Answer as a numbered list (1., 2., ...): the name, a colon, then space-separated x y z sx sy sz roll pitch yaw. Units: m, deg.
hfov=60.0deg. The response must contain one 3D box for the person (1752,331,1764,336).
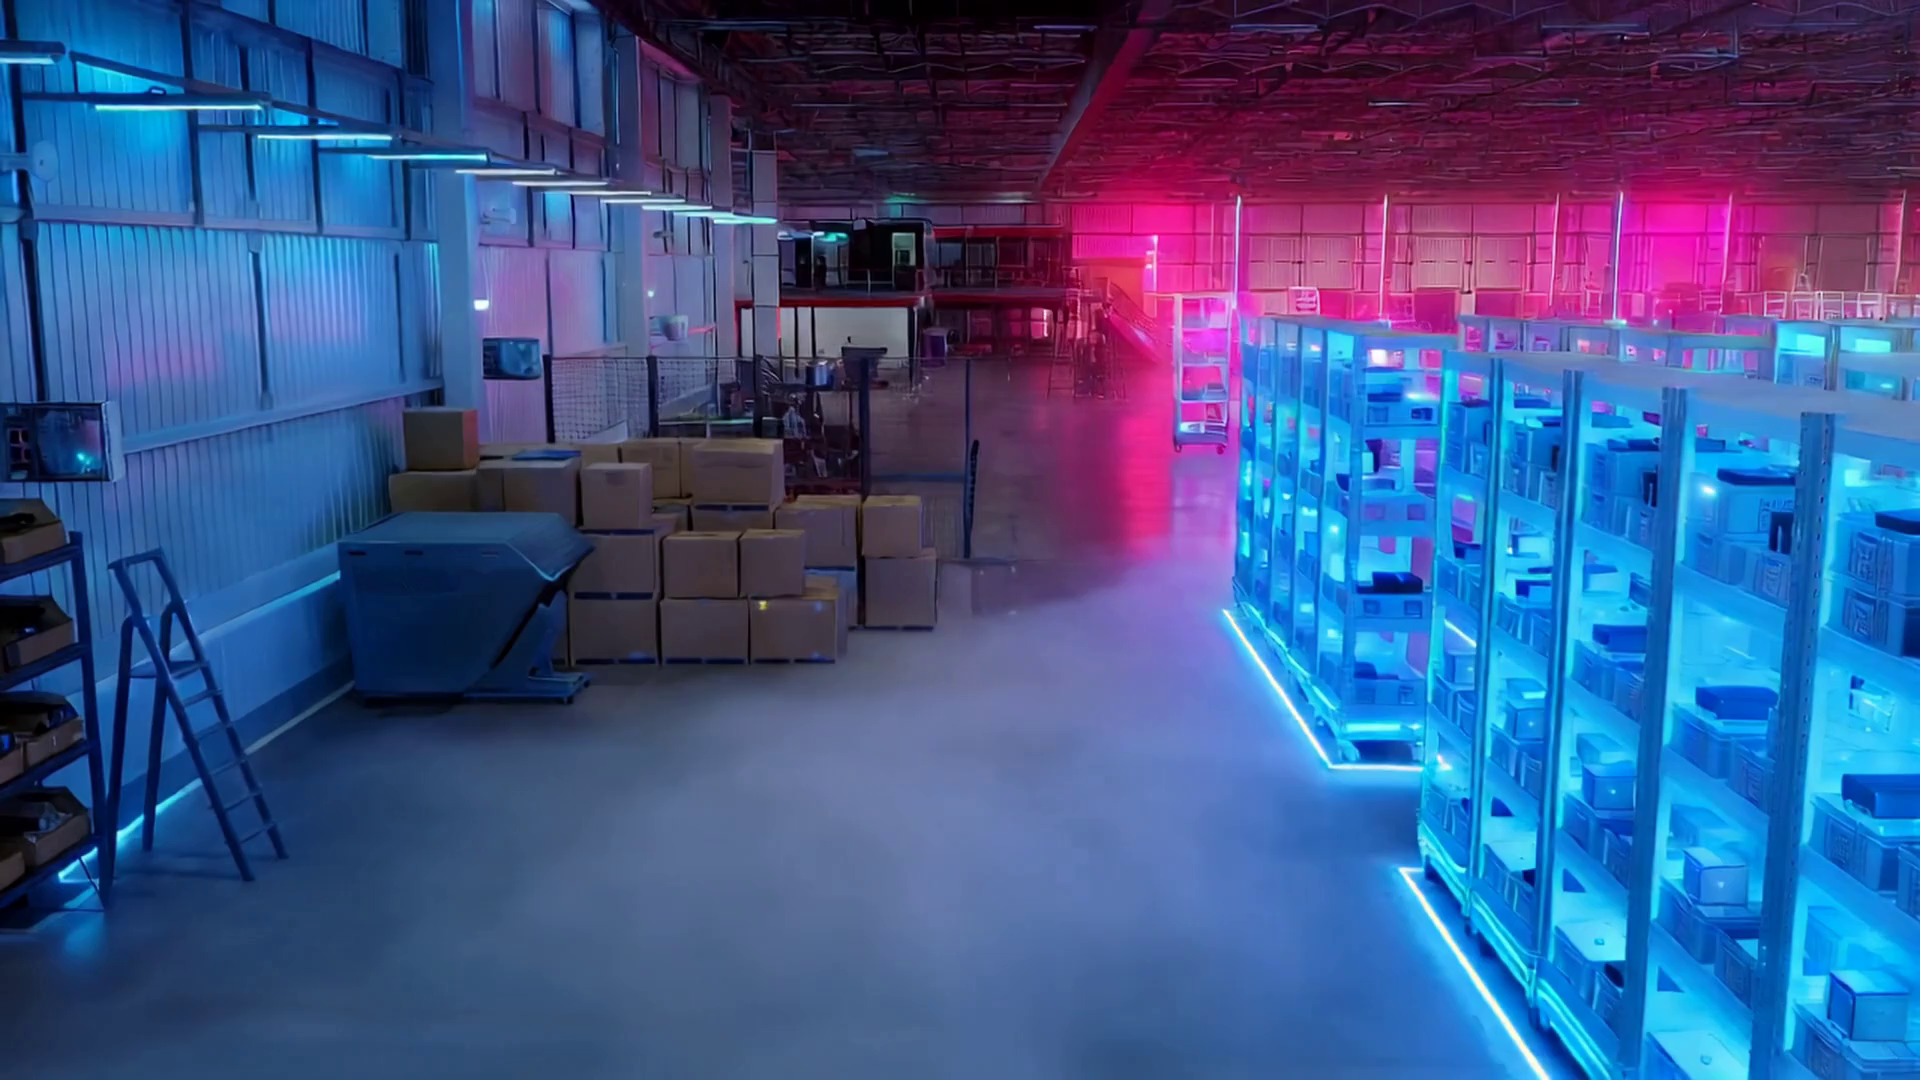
1. person: 38.498 -9.758 80.174 1.019 1.787 0.631 -3 10 -20

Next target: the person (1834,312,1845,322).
1. person: 47.616 -11.403 90.029 0.725 1.861 0.595 -8 12 -40

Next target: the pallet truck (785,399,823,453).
1. pallet truck: -3.814 -2.432 36.419 1.630 1.274 0.653 0 9 1

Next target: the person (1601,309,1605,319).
1. person: 36.388 -12.084 93.827 0.388 1.992 0.625 0 9 -1

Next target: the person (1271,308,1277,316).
1. person: 18.047 -12.424 96.185 0.836 1.904 0.583 4 10 21

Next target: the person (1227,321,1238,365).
1. person: 11.817 -8.506 71.999 0.424 1.910 0.621 -7 11 -35

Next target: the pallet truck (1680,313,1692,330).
1. pallet truck: 36.315 -10.531 84.244 0.823 1.965 1.885 -6 11 -33

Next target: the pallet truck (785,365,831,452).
1. pallet truck: -3.774 -2.976 37.635 1.885 1.965 0.823 1 9 5

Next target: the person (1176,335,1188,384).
1. person: 8.030 -6.553 60.419 0.533 1.765 0.329 1 9 8

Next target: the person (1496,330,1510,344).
1. person: 21.166 -7.365 64.579 0.820 2.000 0.696 2 9 12

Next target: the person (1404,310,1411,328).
1. person: 25.686 -12.212 94.998 0.701 1.872 0.641 -2 9 -14

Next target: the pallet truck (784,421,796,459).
1. pallet truck: -4.013 -1.793 32.705 1.601 1.201 0.680 0 9 1

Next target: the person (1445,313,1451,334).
1. person: 26.809 -11.600 91.564 0.550 1.750 0.541 0 9 0

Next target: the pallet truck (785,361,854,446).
1. pallet truck: -3.410 -3.193 38.978 1.885 1.965 0.823 0 9 -1

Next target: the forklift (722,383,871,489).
1. forklift: -2.893 -1.687 28.729 2.680 1.987 1.157 0 9 -1

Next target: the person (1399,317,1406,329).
1. person: 22.995 -10.710 86.301 0.437 1.680 0.540 -4 10 -24

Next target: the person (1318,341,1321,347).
1. person: 15.205 -8.091 69.138 0.859 2.009 0.639 8 12 41

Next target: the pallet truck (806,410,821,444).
1. pallet truck: -3.559 -2.018 33.905 1.522 1.261 0.704 0 9 -1

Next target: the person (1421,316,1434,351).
1. person: 23.480 -10.266 83.172 0.642 1.803 0.902 -5 10 -28

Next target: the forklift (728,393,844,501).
1. forklift: -2.979 -1.316 26.476 2.680 1.987 1.157 0 9 1

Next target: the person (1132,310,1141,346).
1. person: 9.578 -11.447 90.039 0.605 1.951 0.380 -8 12 -42
